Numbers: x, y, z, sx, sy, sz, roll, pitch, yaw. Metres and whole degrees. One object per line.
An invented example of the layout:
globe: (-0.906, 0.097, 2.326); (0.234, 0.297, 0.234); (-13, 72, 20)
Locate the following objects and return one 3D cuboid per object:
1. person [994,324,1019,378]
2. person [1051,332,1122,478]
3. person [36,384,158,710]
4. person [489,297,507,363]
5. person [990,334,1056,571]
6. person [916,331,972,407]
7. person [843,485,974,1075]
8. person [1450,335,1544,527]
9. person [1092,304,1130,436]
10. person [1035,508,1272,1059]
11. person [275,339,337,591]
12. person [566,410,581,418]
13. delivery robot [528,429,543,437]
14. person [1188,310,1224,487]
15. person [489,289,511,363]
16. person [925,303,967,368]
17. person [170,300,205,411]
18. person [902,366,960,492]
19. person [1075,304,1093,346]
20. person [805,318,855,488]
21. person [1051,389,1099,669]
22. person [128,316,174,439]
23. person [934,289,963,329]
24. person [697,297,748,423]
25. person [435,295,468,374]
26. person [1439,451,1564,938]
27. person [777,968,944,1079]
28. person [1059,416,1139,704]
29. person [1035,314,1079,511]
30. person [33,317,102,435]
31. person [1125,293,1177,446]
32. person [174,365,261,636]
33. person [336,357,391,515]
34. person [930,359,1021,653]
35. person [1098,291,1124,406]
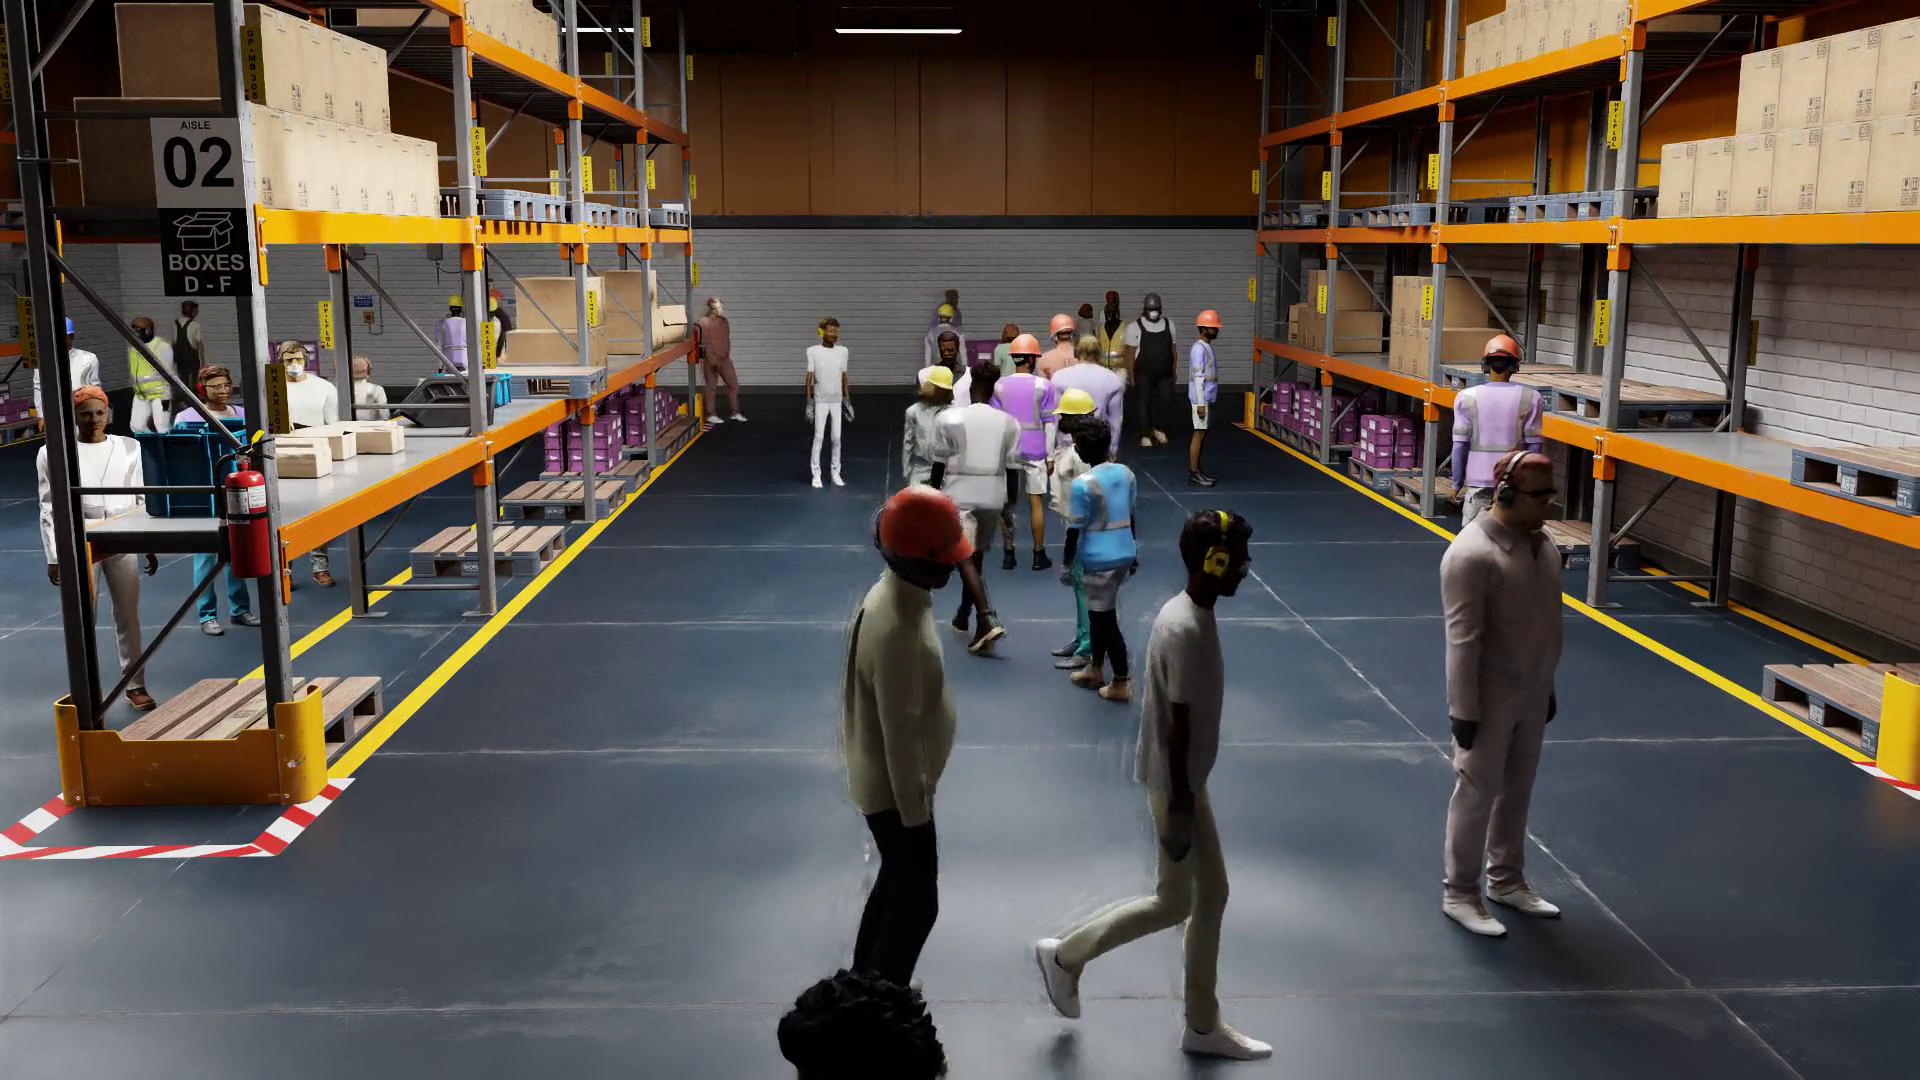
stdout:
person: (0.680, -2.009, 21.719); (0.494, 1.624, 0.310); (-2, 10, -10)
person: (1.082, -0.805, 14.181); (0.637, 1.918, 0.744); (-3, 11, -15)
person: (-4.871, 0.062, 9.435); (0.584, 1.883, 0.344); (-9, 13, -40)
person: (-7.000, -2.708, 24.939); (0.401, 1.872, 0.636); (-3, 11, -16)
person: (0.518, -0.712, 13.616); (0.544, 1.933, 0.376); (3, 11, 15)
person: (-0.093, -0.858, 14.470); (0.590, 1.918, 0.389); (0, 10, 2)
person: (-0.179, 0.767, 5.340); (0.437, 1.945, 0.770); (-1, 10, -5)
person: (3.761, -0.417, 11.695); (0.605, 2.034, 0.389); (3, 11, 18)
person: (2.071, -2.346, 23.022); (0.666, 1.821, 0.672); (5, 11, 24)
person: (0.651, 0.800, 5.476); (0.743, 1.834, 0.552); (3, 11, 15)
person: (-5.104, -0.579, 12.858); (0.632, 1.938, 0.359); (-7, 12, -33)
person: (-5.478, -2.507, 24.016); (0.569, 1.787, 0.618); (3, 11, 16)
delivery robot: (-5.707, -1.558, 21.907); (0.707, 0.478, 0.477); (-5, 11, -26)
person: (2.702, -1.553, 18.285); (0.364, 1.935, 0.553); (3, 11, 16)
person: (-7.000, -2.780, 25.003); (0.694, 1.963, 0.625); (-8, 13, -38)
person: (-0.185, -2.387, 23.259); (0.600, 1.836, 0.404); (3, 11, 16)
person: (-11.534, -2.660, 24.789); (0.542, 1.820, 0.579); (0, 10, 2)
person: (-0.200, -0.544, 13.309); (0.508, 1.714, 0.477); (0, 10, -1)
person: (2.129, -3.208, 28.357); (0.267, 1.631, 0.507); (-4, 11, -23)
person: (-1.436, -1.492, 18.263); (0.564, 1.864, 0.492); (-5, 11, -25)
person: (0.732, -0.070, 10.501); (0.313, 1.769, 0.523); (0, 10, 2)
person: (-9.326, -1.665, 19.216); (0.640, 1.826, 0.436); (4, 11, 21)
person: (-0.192, -3.292, 28.104); (0.452, 1.888, 0.672); (7, 12, 34)
person: (-3.512, -2.624, 24.436); (0.729, 1.868, 0.644); (7, 12, 34)
person: (-7.173, -2.533, 23.775); (0.589, 1.927, 0.388); (-2, 10, -12)
person: (2.124, 0.592, 6.473); (0.652, 1.895, 0.400); (-9, 13, -40)
person: (-0.135, 1.416, 2.429); (0.533, 1.692, 0.322); (3, 11, 15)
person: (0.763, 0.112, 9.733); (0.688, 1.664, 0.547); (9, 13, 40)
person: (1.045, -1.242, 16.445); (0.634, 1.973, 0.581); (-1, 10, -7)
person: (-8.837, -1.240, 16.508); (0.602, 1.949, 0.390); (-5, 11, -26)
person: (2.526, -2.238, 21.815); (0.701, 2.000, 0.536); (-2, 10, -10)
person: (-5.102, -0.284, 11.468); (0.388, 1.847, 0.563); (7, 12, 33)
person: (-5.745, -0.966, 15.993); (0.528, 1.589, 0.890); (2, 10, 11)
person: (0.136, -0.237, 11.035); (0.640, 1.919, 0.949); (-4, 11, -22)
person: (2.447, -3.102, 27.064); (0.339, 1.882, 0.584); (-5, 11, -26)
